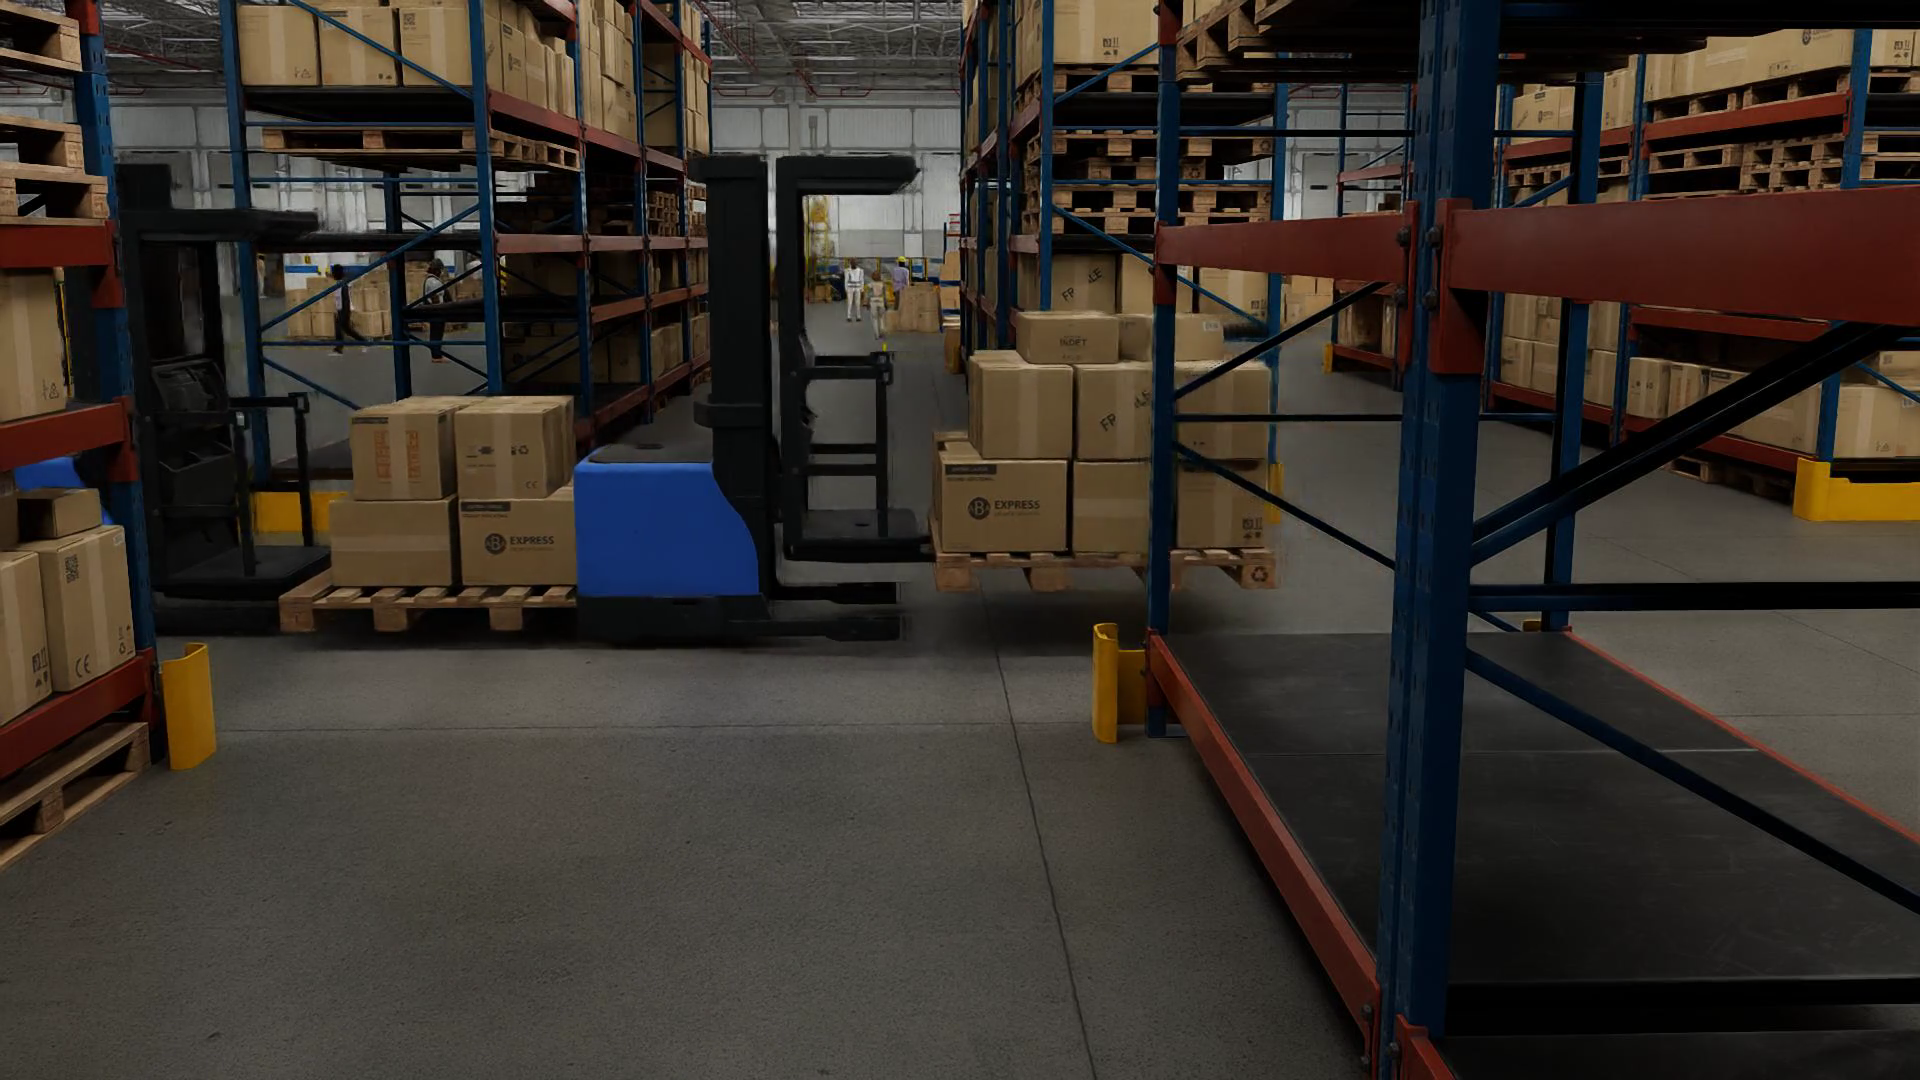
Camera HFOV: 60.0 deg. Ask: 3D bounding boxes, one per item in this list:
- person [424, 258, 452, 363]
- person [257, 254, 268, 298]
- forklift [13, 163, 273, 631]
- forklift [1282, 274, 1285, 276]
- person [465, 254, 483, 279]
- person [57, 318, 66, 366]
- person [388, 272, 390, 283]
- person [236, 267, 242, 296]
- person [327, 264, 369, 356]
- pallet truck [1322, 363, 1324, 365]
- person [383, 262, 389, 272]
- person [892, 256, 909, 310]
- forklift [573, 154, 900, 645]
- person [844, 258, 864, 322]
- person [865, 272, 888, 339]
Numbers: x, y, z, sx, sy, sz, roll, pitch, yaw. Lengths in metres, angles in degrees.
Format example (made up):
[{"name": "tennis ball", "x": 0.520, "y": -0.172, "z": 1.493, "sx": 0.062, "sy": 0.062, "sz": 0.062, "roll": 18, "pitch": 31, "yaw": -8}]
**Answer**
[{"name": "person", "x": -10.115, "y": -4.456, "z": 32.286, "sx": 0.535, "sy": 2.000, "sz": 0.681, "roll": -5, "pitch": 11, "yaw": -24}, {"name": "person", "x": -29.101, "y": -11.044, "z": 69.320, "sx": 0.396, "sy": 1.918, "sz": 0.600, "roll": -9, "pitch": 14, "yaw": -41}, {"name": "forklift", "x": -5.080, "y": -0.904, "z": 10.159, "sx": 1.873, "sy": 2.768, "sz": 1.129, "roll": 0, "pitch": 10, "yaw": -2}, {"name": "forklift", "x": 11.698, "y": -9.590, "z": 58.546, "sx": 1.873, "sy": 2.768, "sz": 1.129, "roll": -9, "pitch": 13, "yaw": -40}, {"name": "person", "x": -16.880, "y": -8.983, "z": 57.913, "sx": 0.710, "sy": 1.902, "sz": 0.376, "roll": 0, "pitch": 10, "yaw": 2}, {"name": "person", "x": -12.038, "y": -2.461, "z": 21.828, "sx": 0.617, "sy": 1.800, "sz": 0.802, "roll": -1, "pitch": 10, "yaw": -3}, {"name": "person", "x": -18.711, "y": -8.400, "z": 55.241, "sx": 0.535, "sy": 1.693, "sz": 0.321, "roll": -8, "pitch": 13, "yaw": -38}, {"name": "person", "x": -22.986, "y": -8.167, "z": 53.644, "sx": 0.624, "sy": 1.810, "sz": 0.898, "roll": -5, "pitch": 11, "yaw": -27}, {"name": "person", "x": -12.686, "y": -4.751, "z": 34.369, "sx": 0.825, "sy": 1.895, "sz": 0.600, "roll": -7, "pitch": 12, "yaw": -33}, {"name": "pallet truck", "x": 7.712, "y": -4.157, "z": 30.737, "sx": 1.885, "sy": 1.965, "sz": 0.823, "roll": 3, "pitch": 11, "yaw": 16}, {"name": "person", "x": -23.975, "y": -11.169, "z": 69.905, "sx": 0.636, "sy": 1.964, "sz": 0.446, "roll": 8, "pitch": 13, "yaw": 39}, {"name": "person", "x": -1.715, "y": -7.311, "z": 48.548, "sx": 0.584, "sy": 1.918, "sz": 0.408, "roll": 6, "pitch": 12, "yaw": 32}, {"name": "forklift", "x": -1.315, "y": -0.857, "z": 9.896, "sx": 1.873, "sy": 2.768, "sz": 1.129, "roll": -1, "pitch": 10, "yaw": -3}, {"name": "person", "x": -3.089, "y": -7.278, "z": 48.478, "sx": 0.576, "sy": 1.876, "sz": 0.350, "roll": -4, "pitch": 11, "yaw": -19}, {"name": "person", "x": -2.037, "y": -5.662, "z": 40.230, "sx": 0.520, "sy": 1.604, "sz": 0.795, "roll": -3, "pitch": 11, "yaw": -16}]
